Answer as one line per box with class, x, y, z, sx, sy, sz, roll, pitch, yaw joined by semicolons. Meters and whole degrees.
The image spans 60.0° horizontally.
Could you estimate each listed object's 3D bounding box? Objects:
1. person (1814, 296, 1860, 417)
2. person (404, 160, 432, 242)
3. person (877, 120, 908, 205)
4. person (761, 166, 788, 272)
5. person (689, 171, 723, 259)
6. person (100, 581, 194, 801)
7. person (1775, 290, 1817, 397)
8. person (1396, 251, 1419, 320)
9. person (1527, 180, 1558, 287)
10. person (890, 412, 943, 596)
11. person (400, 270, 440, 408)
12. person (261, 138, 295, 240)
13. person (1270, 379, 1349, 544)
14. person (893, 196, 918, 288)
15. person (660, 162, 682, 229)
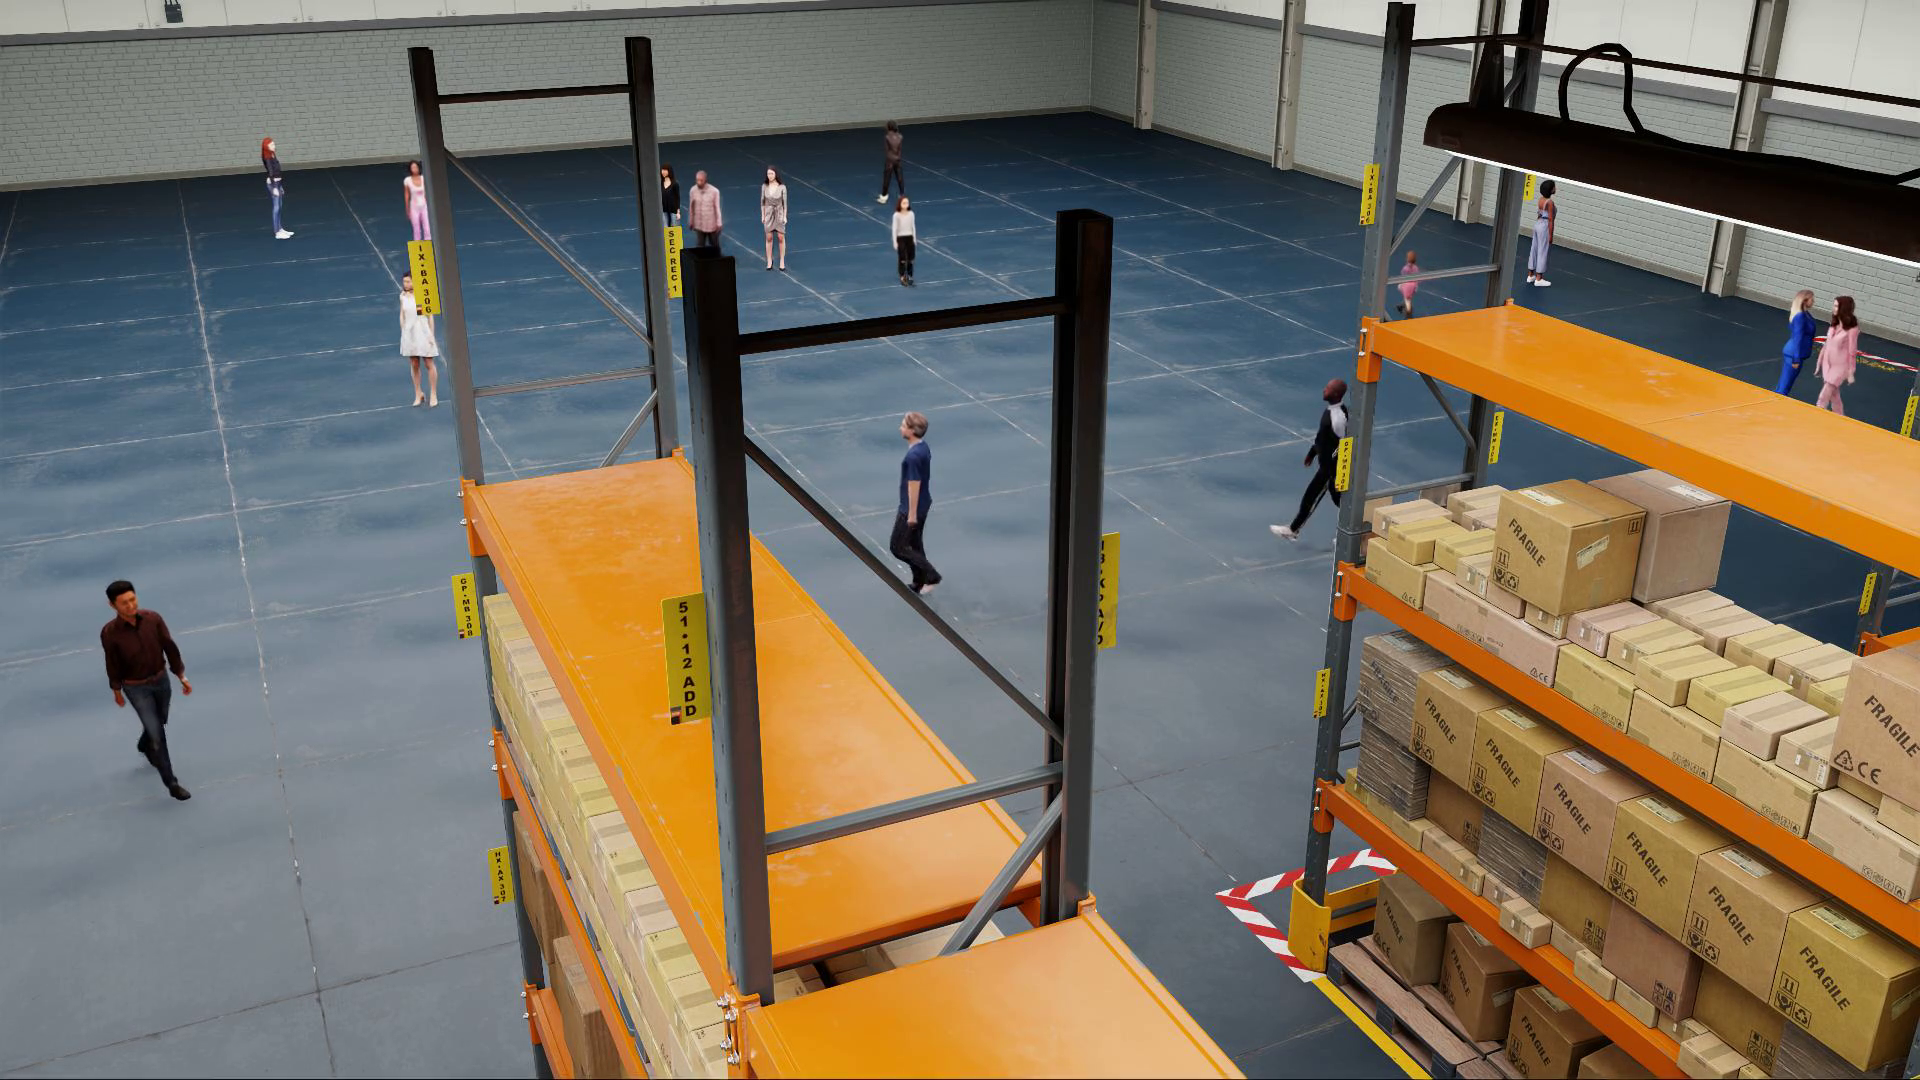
person;10.571;-2.024;19.913;0.863;1.764;1.052;-5;24;-12
person;-9.255;-5.610;28.428;0.589;1.698;1.167;-11;25;-24
person;-1.366;-7.463;32.850;0.936;1.649;0.603;-10;25;-23
person;-3.112;-5.397;27.867;0.662;1.747;0.667;2;23;5
person;-4.145;-5.195;27.348;1.118;1.779;1.323;2;23;5
person;-6.207;1.087;12.622;1.238;1.744;0.992;16;28;34
person;10.289;-2.263;20.555;0.749;1.700;0.705;10;25;22
person;6.803;-3.845;25.169;0.545;1.001;0.777;-5;23;-11
person;9.462;-4.992;26.978;0.682;1.696;0.546;-4;23;-9
person;-0.348;-0.303;15.748;0.894;1.855;0.827;2;23;5
person;-6.890;-2.570;21.183;0.770;1.775;0.804;3;23;6
person;-12.402;-6.374;30.109;0.710;1.789;0.595;-1;23;-3
person;3.868;-0.759;16.908;1.199;1.788;1.175;7;24;15
person;-0.922;-4.846;26.920;0.589;1.473;0.640;-9;25;-20
person;-4.997;-5.684;28.670;0.648;1.647;0.703;7;24;17
